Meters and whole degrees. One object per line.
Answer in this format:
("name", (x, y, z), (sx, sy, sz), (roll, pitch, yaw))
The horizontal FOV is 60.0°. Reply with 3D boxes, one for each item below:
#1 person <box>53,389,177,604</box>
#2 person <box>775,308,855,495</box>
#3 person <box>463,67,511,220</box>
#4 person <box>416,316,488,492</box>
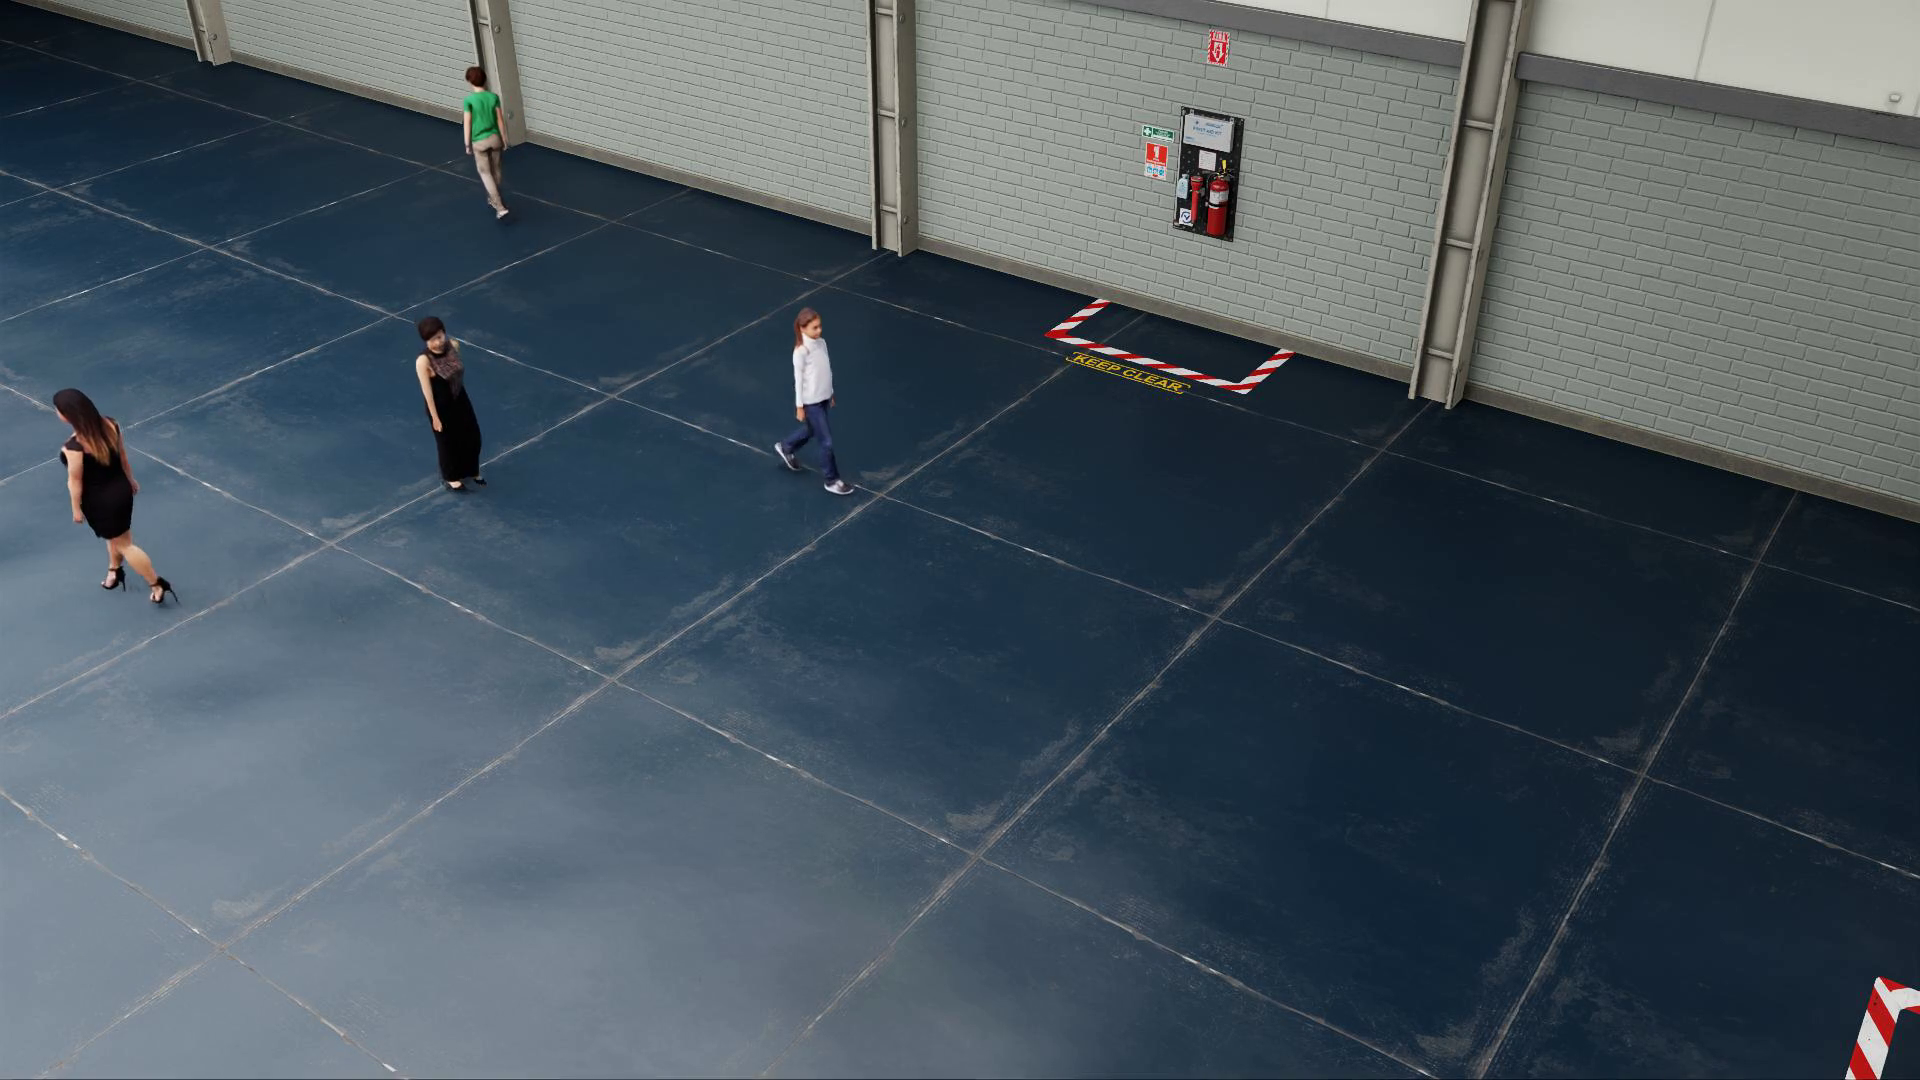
("person", (-5.875, -0.260, 11.586), (1.005, 1.689, 0.876), (6, 33, 10))
("person", (-1.204, -1.124, 13.105), (1.031, 1.529, 0.551), (19, 37, 27))
("person", (-5.103, -4.282, 18.011), (0.817, 1.637, 1.045), (-21, 38, -30))
("person", (-4.008, -1.059, 12.965), (0.620, 1.570, 0.584), (14, 35, 21))
